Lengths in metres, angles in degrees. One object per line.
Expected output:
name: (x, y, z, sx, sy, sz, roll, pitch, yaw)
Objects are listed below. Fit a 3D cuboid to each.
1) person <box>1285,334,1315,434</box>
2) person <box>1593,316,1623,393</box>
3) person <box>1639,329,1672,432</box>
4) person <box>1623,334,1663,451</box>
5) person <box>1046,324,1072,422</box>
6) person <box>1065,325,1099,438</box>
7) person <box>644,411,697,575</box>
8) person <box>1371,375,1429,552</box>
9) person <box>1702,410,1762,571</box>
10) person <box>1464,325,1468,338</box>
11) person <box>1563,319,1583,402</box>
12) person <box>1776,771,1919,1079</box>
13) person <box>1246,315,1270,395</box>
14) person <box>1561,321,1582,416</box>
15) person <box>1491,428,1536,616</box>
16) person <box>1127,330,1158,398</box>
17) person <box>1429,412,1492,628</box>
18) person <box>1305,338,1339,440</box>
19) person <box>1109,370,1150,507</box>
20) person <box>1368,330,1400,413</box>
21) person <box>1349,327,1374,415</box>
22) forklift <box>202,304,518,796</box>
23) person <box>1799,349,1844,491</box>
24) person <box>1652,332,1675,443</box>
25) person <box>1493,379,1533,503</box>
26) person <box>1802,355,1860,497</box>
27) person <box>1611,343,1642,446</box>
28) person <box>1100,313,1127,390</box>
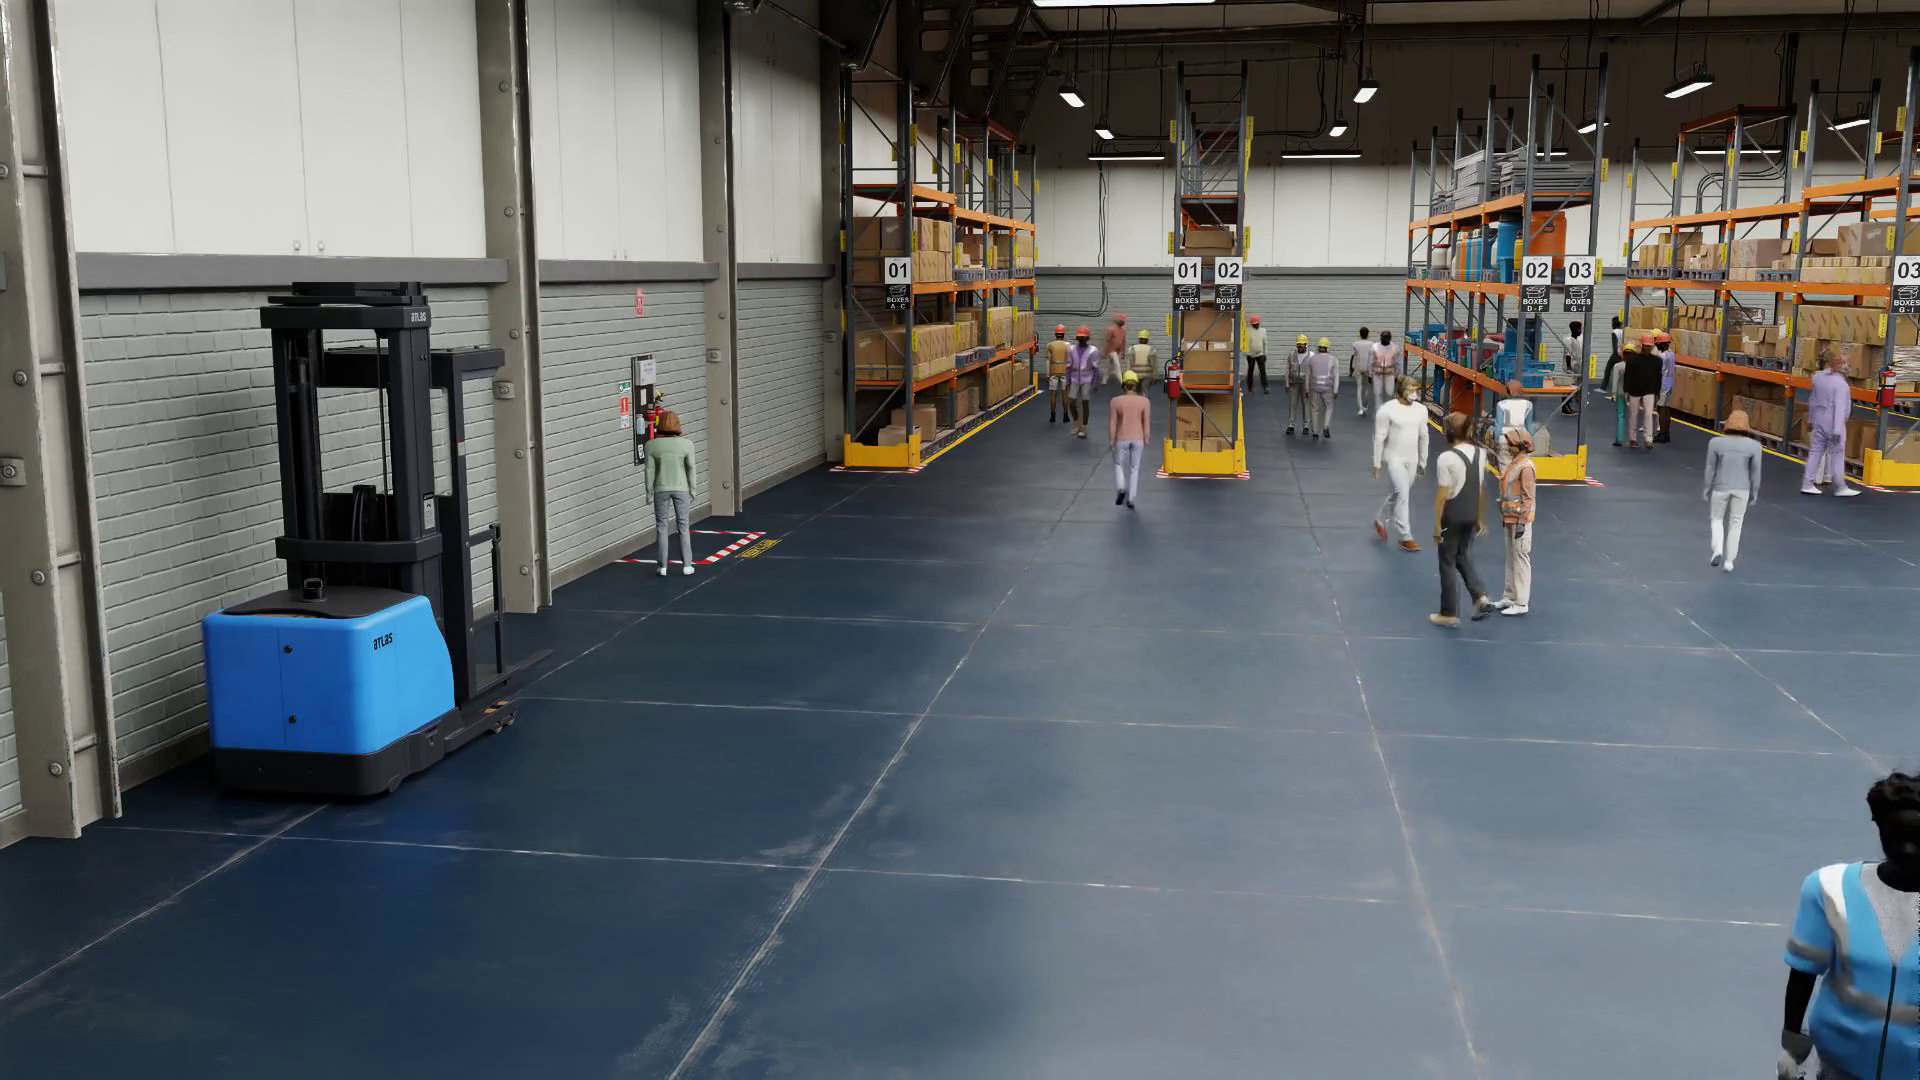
person: (6.304, -2.874, 30.787, 0.598, 1.833, 0.403, 4, 10, 21)
person: (16.050, -4.535, 40.837, 0.614, 1.883, 0.897, -7, 12, -38)
person: (12.981, -2.987, 31.138, 0.589, 1.927, 0.388, 2, 9, 10)
person: (11.492, -2.484, 28.012, 0.617, 1.940, 1.041, 3, 10, 17)
person: (1.989, -3.331, 33.226, 0.552, 1.937, 0.356, 1, 9, 6)
person: (2.194, -2.854, 30.006, 0.630, 2.025, 0.497, 3, 10, 20)
person: (-2.864, -0.464, 16.478, 0.507, 1.632, 0.268, -1, 9, -9)
person: (4.808, -0.876, 18.257, 0.631, 1.897, 0.988, -4, 10, -21)
person: (7.742, -0.496, 16.692, 0.529, 1.620, 0.353, 5, 10, 26)
person: (12.894, -4.655, 42.311, 0.308, 1.641, 0.514, 7, 12, 37)
person: (14.049, -4.091, 37.975, 0.560, 1.920, 0.730, 3, 10, 17)
person: (2.558, 1.448, 4.607, 0.548, 1.645, 0.887, 7, 11, 36)
person: (7.241, -4.511, 40.555, 0.635, 1.919, 1.014, -2, 9, -13)
person: (12.778, -3.591, 34.737, 0.373, 1.966, 0.605, 6, 11, 33)
person: (4.890, -0.164, 14.614, 0.309, 1.640, 0.511, 0, 9, 2)
person: (3.689, -3.322, 33.551, 0.630, 1.811, 0.574, 2, 9, 13)
person: (4.209, -0.161, 13.986, 0.522, 1.835, 0.471, -5, 10, -27)
person: (6.469, -2.707, 29.757, 0.618, 1.809, 0.447, 3, 10, 18)
person: (2.154, -1.280, 21.147, 0.535, 1.753, 0.384, 0, 9, 0)
person: (8.487, -3.290, 33.335, 0.629, 1.827, 0.502, 2, 9, 14)
person: (8.465, -3.559, 34.971, 0.556, 1.821, 0.946, 2, 9, 12)
forklift: (-3.673, -0.038, 10.147, 1.129, 2.768, 1.873, 1, 9, 9)
person: (11.911, -1.660, 22.951, 0.621, 1.932, 0.375, -6, 11, -32)
person: (12.386, -2.695, 29.351, 0.384, 1.930, 0.540, 9, 13, 43)
person: (7.117, -1.251, 21.374, 0.518, 1.623, 0.494, -1, 9, -9)
person: (11.705, -1.527, 22.296, 0.551, 1.903, 0.688, 0, 9, 0)
person: (11.485, -2.497, 28.631, 0.531, 1.760, 0.332, 1, 9, 7)
person: (3.927, -4.780, 42.210, 1.009, 1.930, 0.626, 8, 12, 42)
